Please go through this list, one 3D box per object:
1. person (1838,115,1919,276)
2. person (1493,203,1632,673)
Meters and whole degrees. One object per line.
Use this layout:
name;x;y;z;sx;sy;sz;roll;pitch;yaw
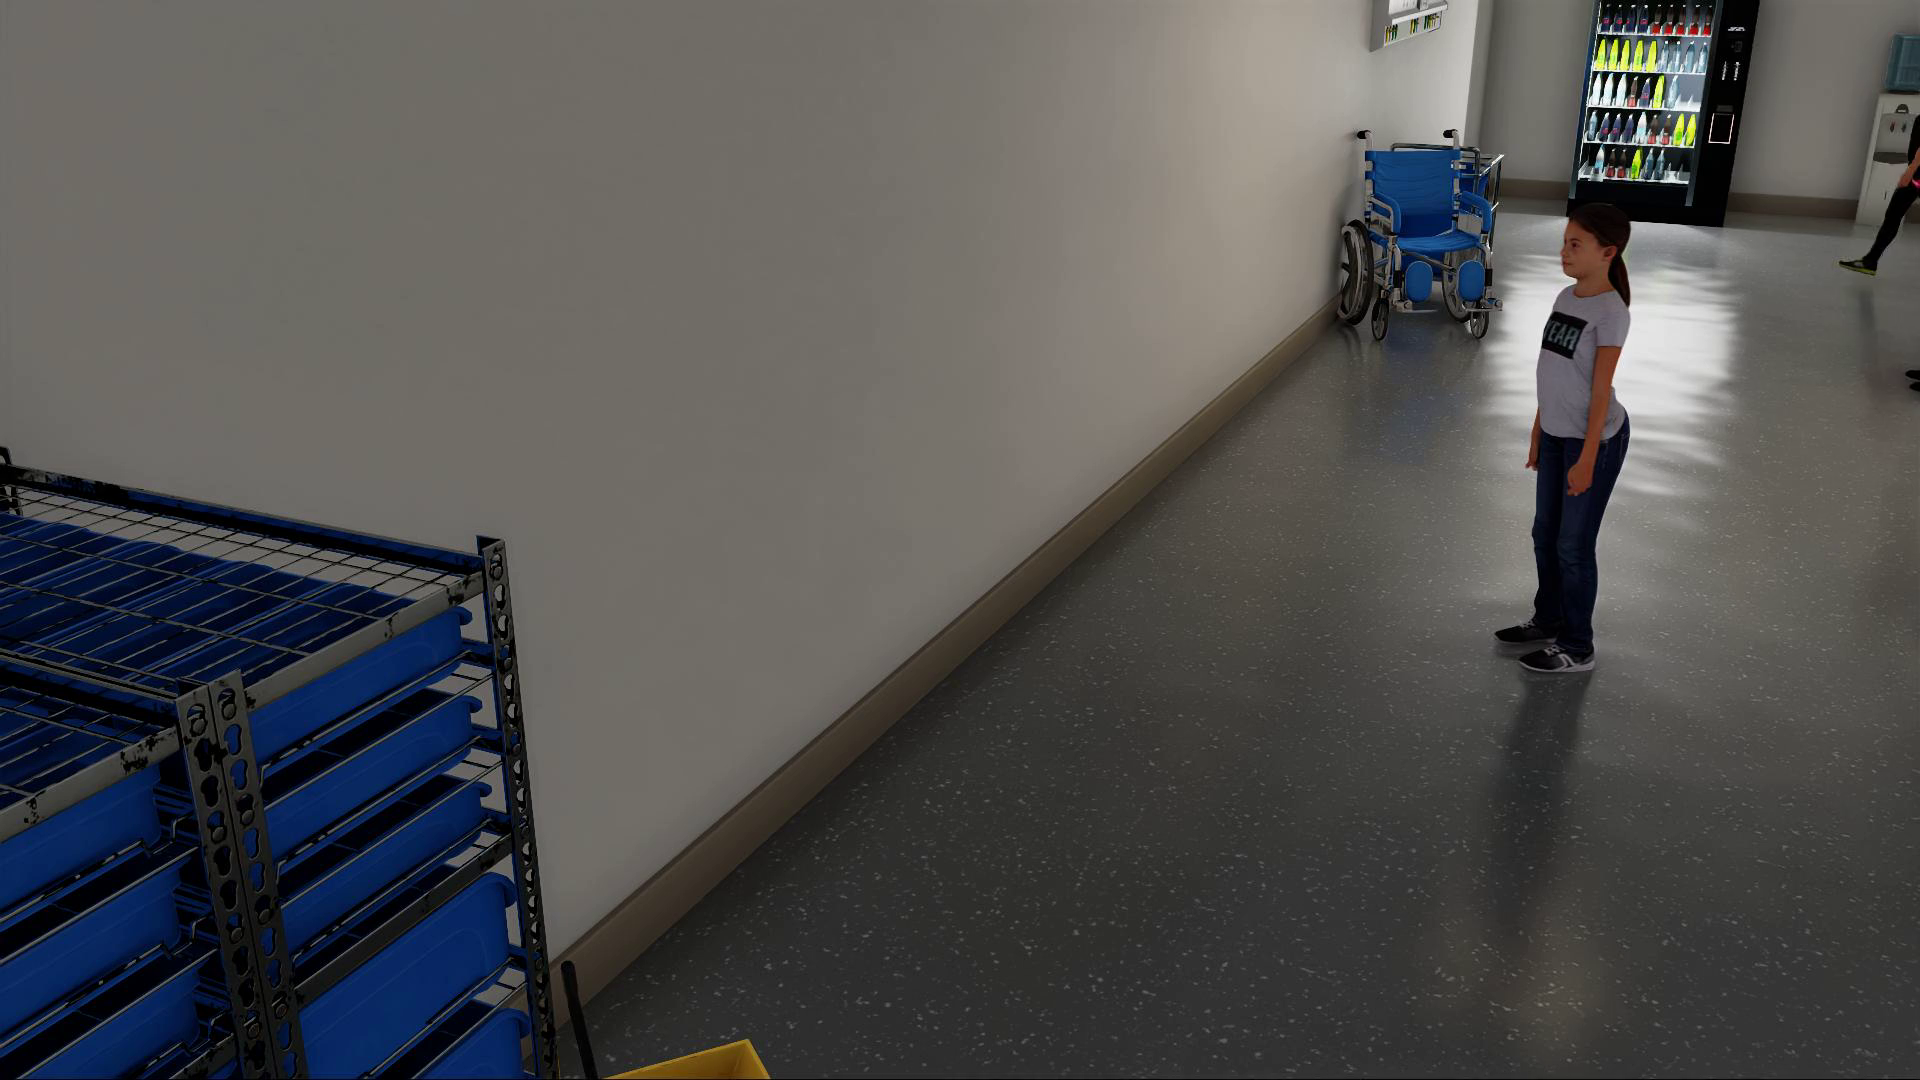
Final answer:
person;6.573;-2.457;11.148;1.004;1.516;0.547;10;23;24
person;2.038;-0.334;5.479;0.669;1.561;0.621;-5;21;-12
